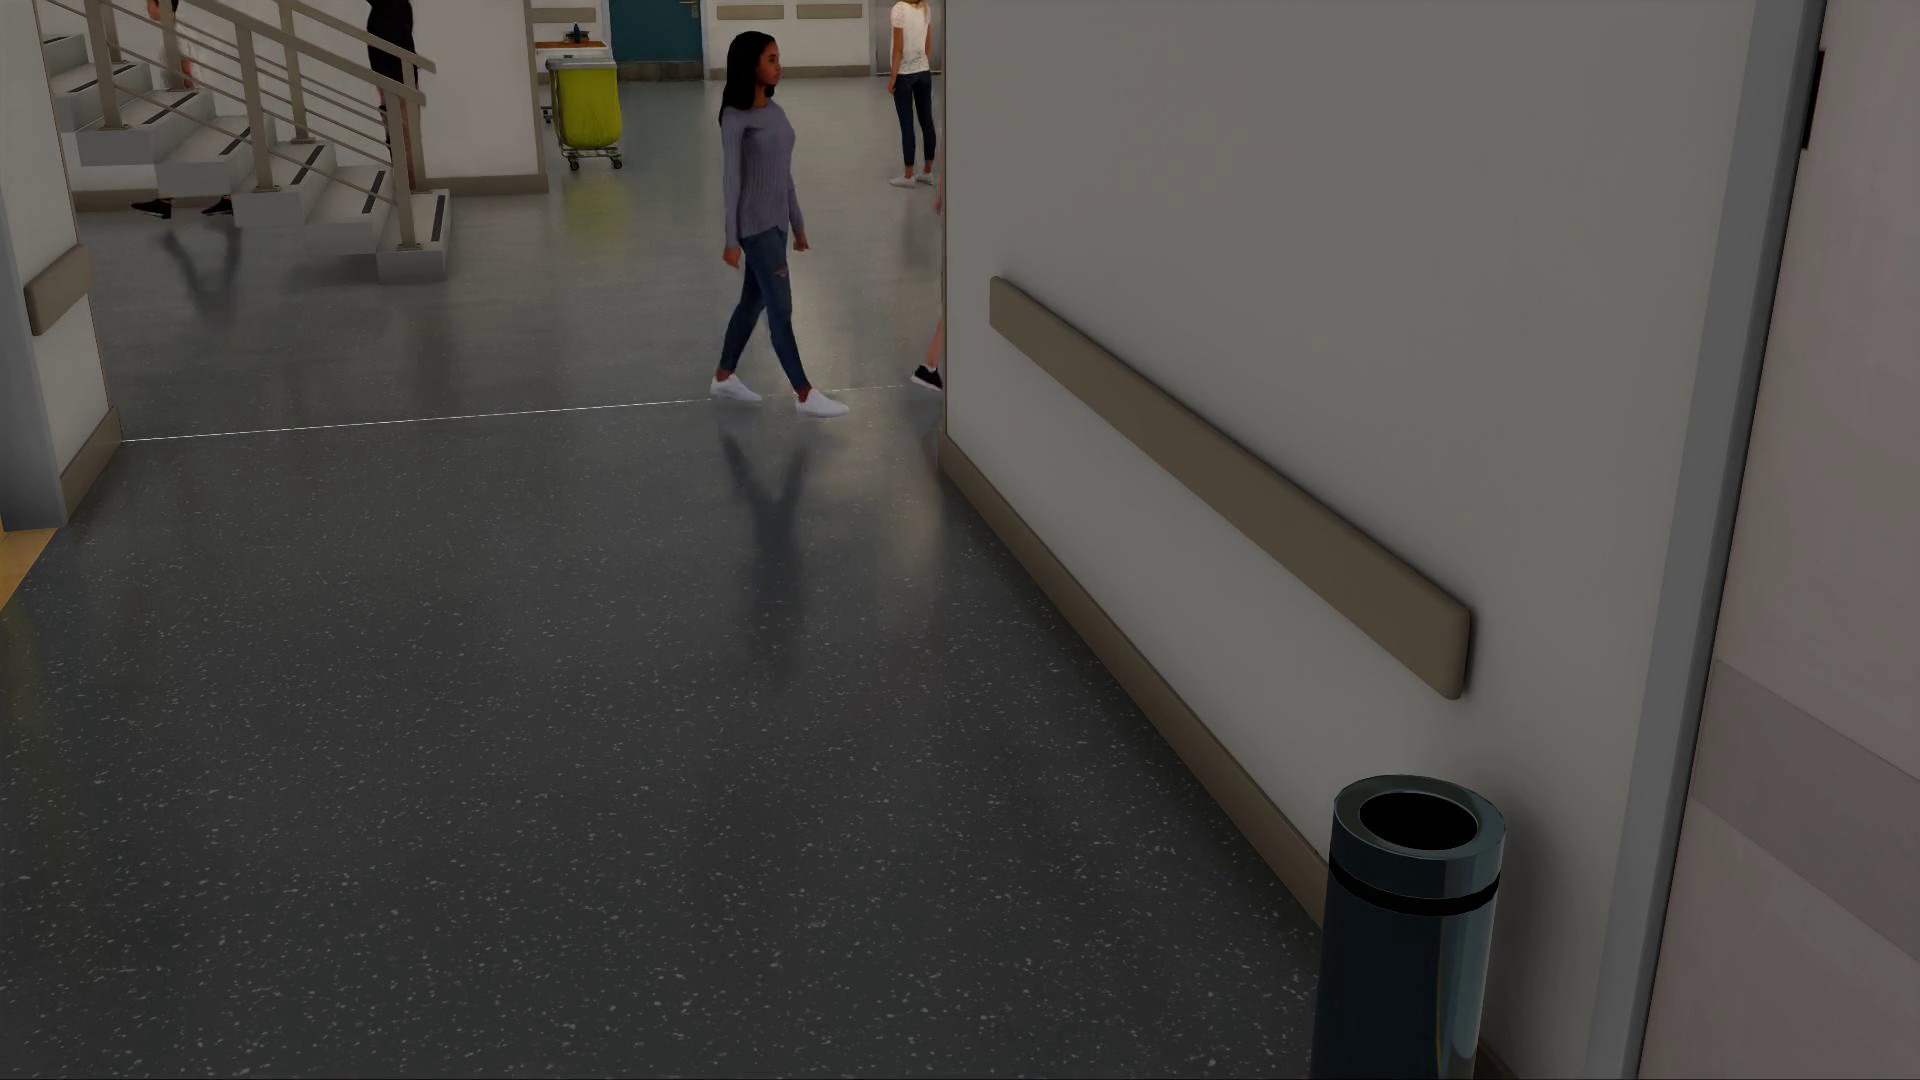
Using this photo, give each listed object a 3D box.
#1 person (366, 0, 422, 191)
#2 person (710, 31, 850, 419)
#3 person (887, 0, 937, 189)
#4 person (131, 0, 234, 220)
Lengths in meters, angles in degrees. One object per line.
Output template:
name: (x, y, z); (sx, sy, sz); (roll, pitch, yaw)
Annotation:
person: (-4.383, -3.555, 12.955); (0.690, 1.925, 0.749); (-1, 21, -3)
person: (-0.980, -1.418, 7.620); (1.106, 1.708, 0.981); (8, 22, 20)
person: (-0.396, -3.916, 14.075); (0.608, 1.807, 0.735); (-18, 27, -40)
person: (-5.718, -3.263, 12.469); (1.010, 1.694, 0.729); (-8, 22, -21)
